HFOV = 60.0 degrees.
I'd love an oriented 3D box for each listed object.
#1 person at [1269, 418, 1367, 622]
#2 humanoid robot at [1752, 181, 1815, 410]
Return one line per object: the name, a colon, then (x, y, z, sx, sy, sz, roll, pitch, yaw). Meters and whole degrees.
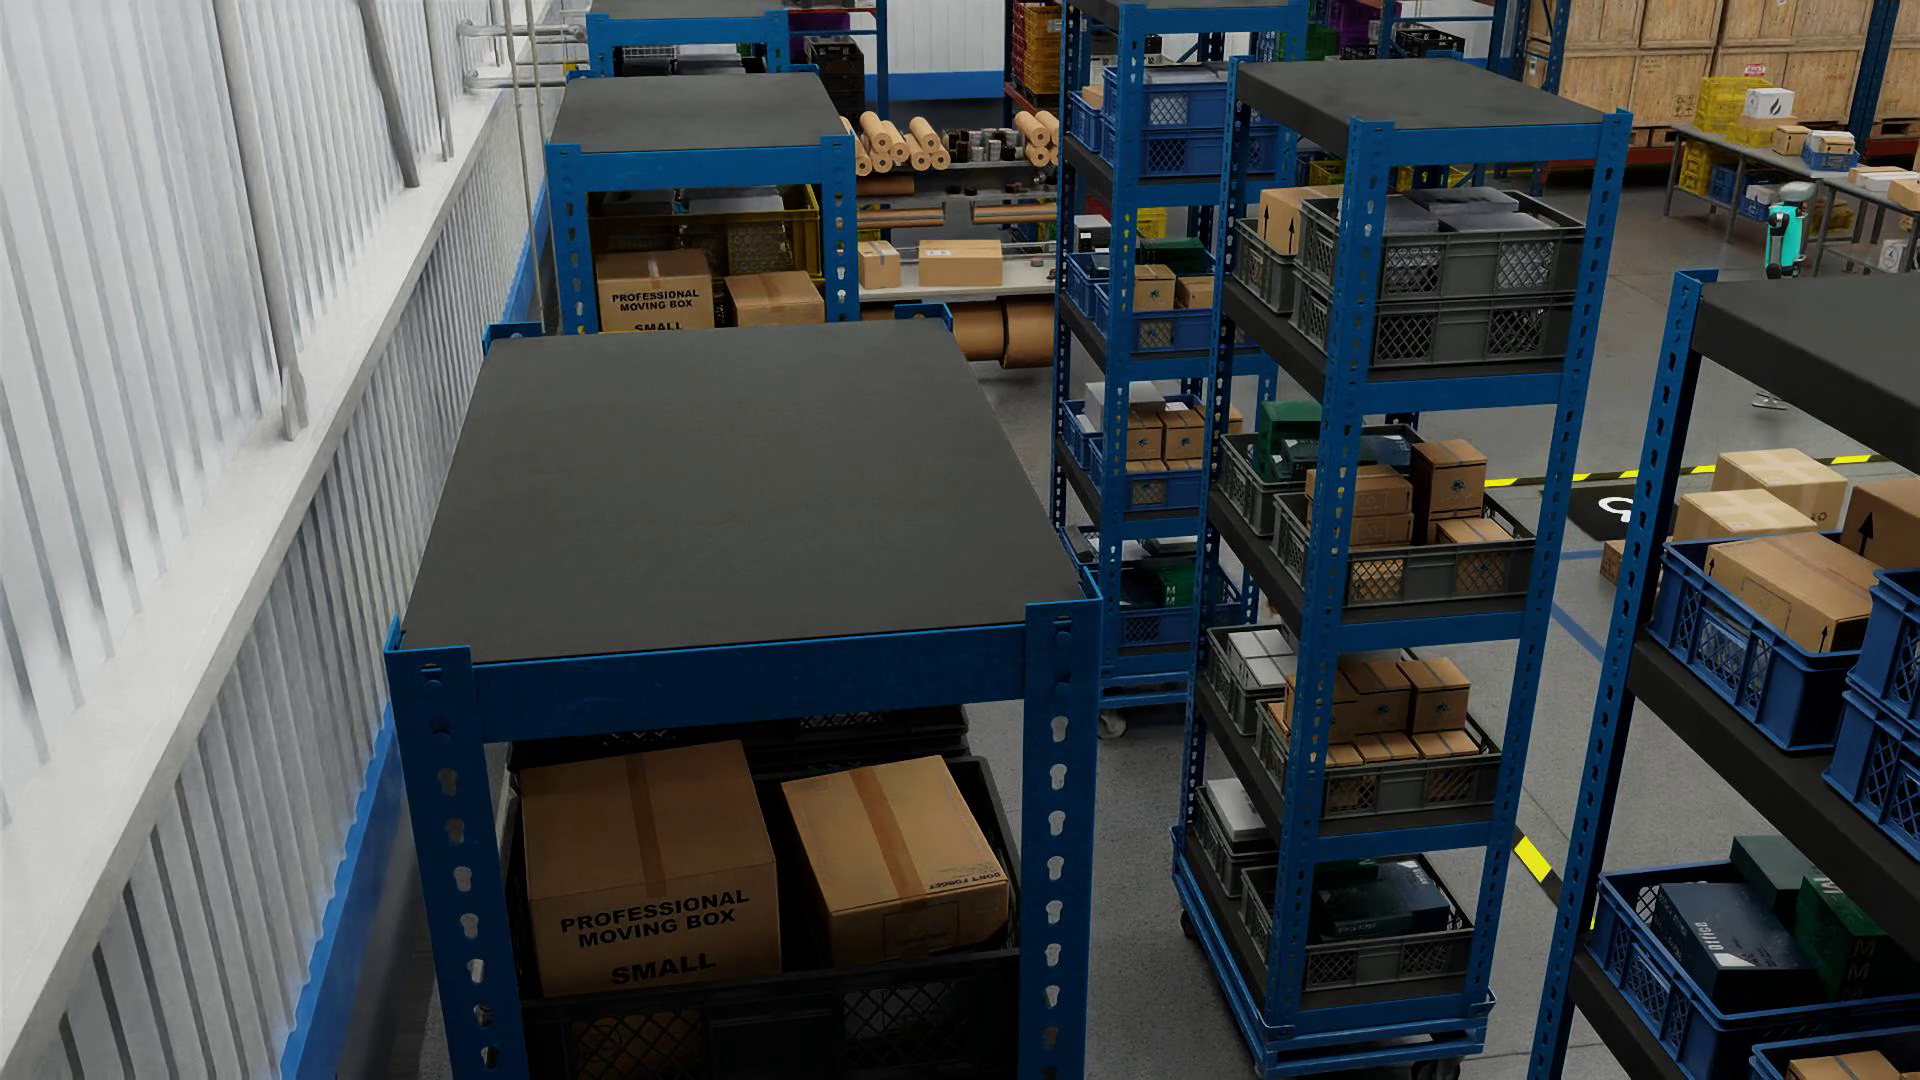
person: (1.753, 0.206, 7.956, 0.589, 1.852, 0.400, -3, 25, -8)
humanoid robot: (6.216, -1.763, 12.221, 0.735, 1.671, 0.533, 17, 30, 33)
